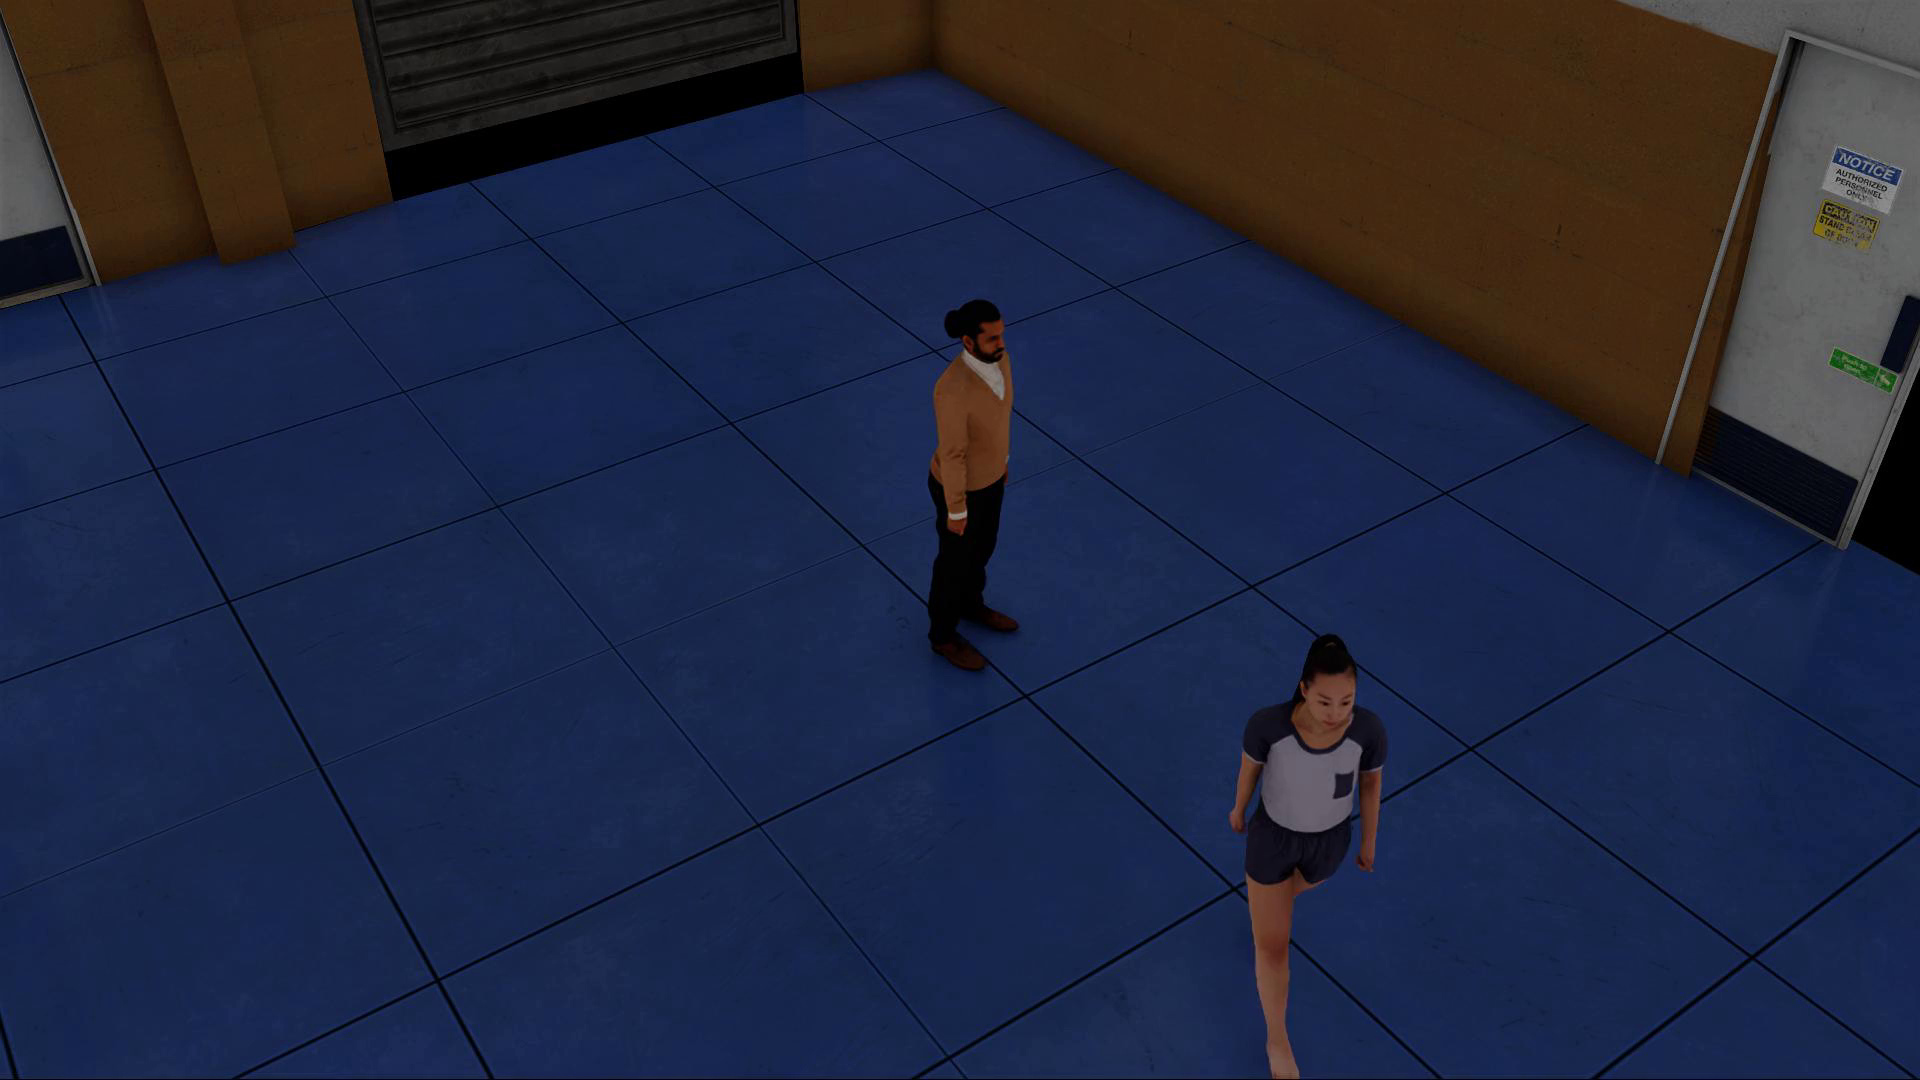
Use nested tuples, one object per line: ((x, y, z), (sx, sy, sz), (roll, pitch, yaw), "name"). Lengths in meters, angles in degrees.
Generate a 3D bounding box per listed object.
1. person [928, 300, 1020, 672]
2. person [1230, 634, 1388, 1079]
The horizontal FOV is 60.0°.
((0.038, -0.251, 7.024), (0.801, 1.750, 0.670), (17, 40, 21), "person")
((1.107, 0.944, 5.555), (1.066, 1.602, 1.014), (-2, 37, -2), "person")
